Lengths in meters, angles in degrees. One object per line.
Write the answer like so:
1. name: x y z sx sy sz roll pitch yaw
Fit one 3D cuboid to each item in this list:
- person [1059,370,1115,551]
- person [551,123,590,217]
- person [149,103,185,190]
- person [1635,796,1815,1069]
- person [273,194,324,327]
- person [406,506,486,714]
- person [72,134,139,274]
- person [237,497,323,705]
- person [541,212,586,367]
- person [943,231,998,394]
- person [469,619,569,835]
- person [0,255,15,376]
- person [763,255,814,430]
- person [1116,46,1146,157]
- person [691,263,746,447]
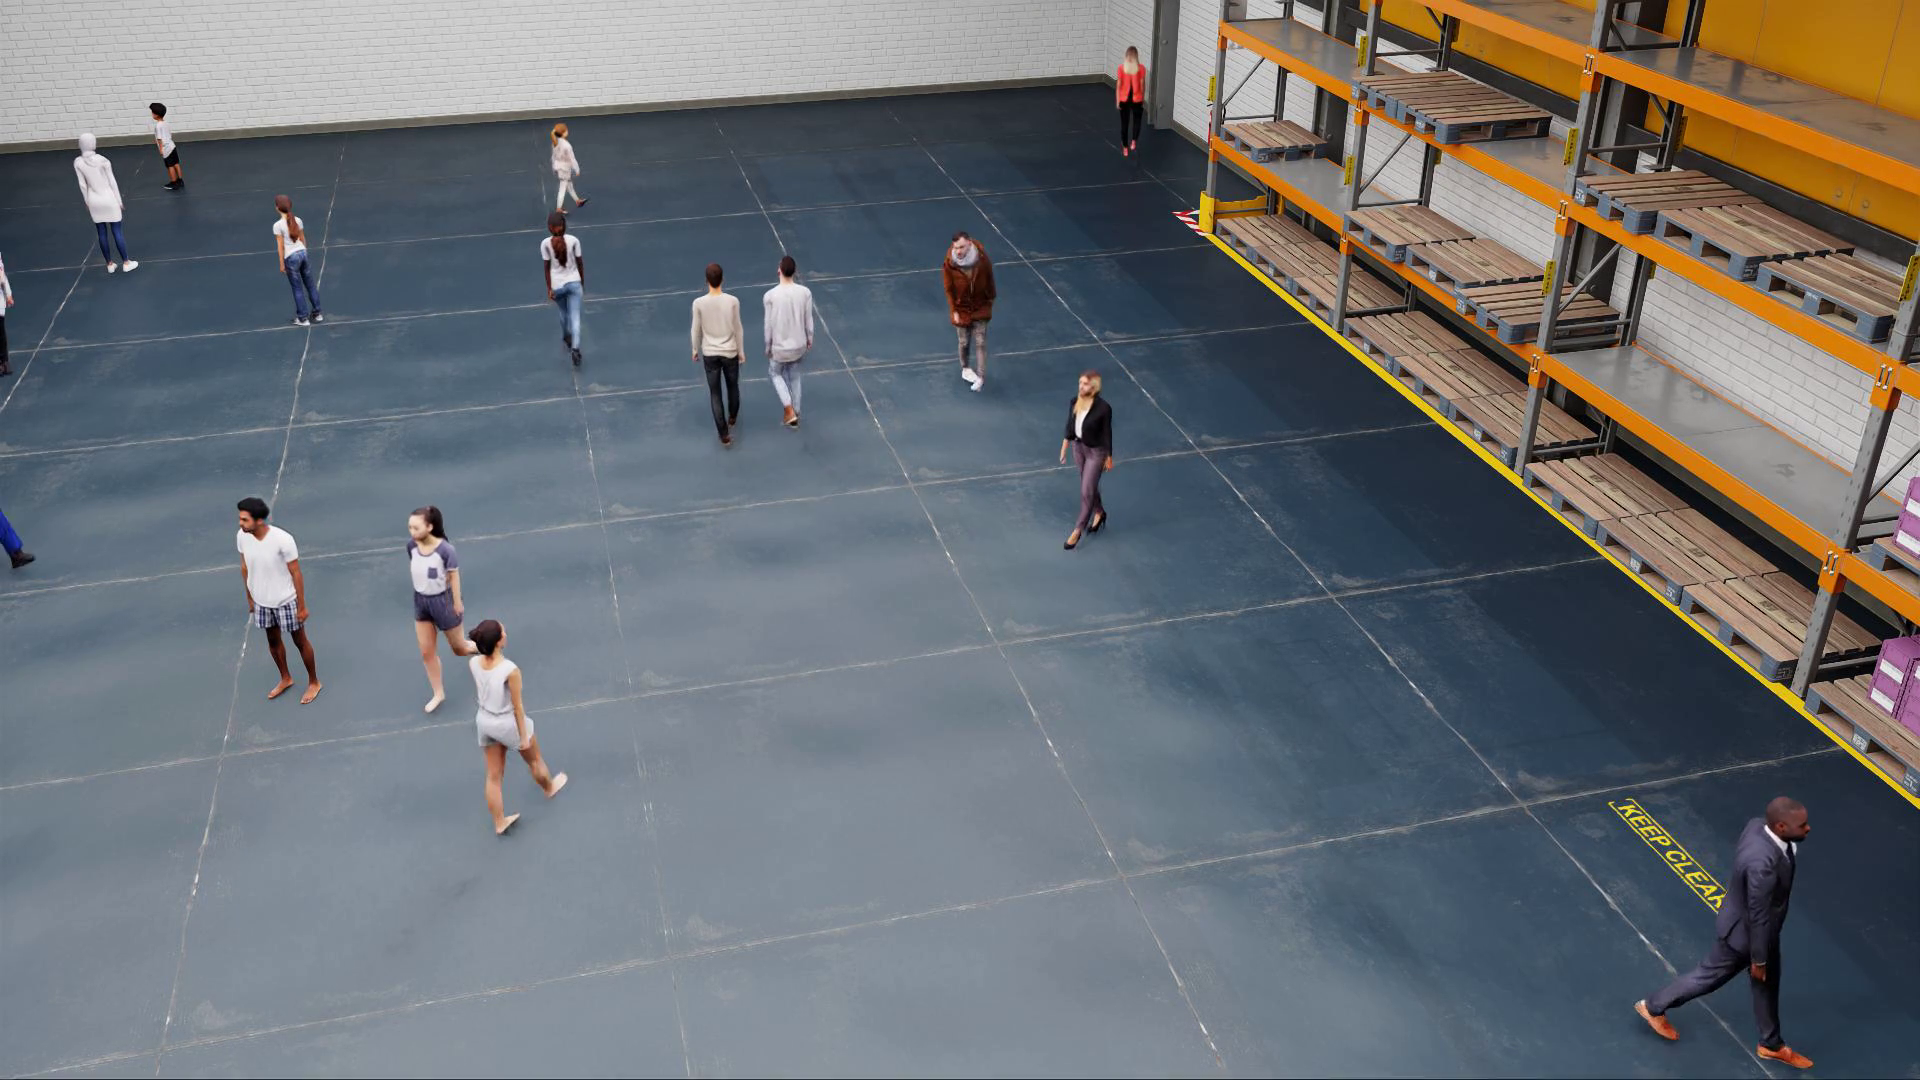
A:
1. person: 1.218 -0.763 14.864 0.962 1.645 0.943 25 37 38
2. person: -5.606 -5.162 23.310 0.898 1.280 0.900 21 35 33
3. person: -11.702 -5.822 24.544 0.604 1.257 0.513 3 29 5
4. person: 4.326 2.172 9.332 1.279 1.790 1.226 15 32 25
5. person: -7.846 -3.321 19.640 0.677 1.562 0.633 20 35 32
6. person: -3.902 0.474 12.617 0.934 1.625 1.048 11 31 20
7. person: -10.923 -4.291 21.193 0.646 1.777 0.579 -3 29 -5
8. person: -5.164 0.431 12.585 0.711 1.731 0.699 7 29 12
9. person: -4.368 -2.762 18.495 0.623 1.677 1.141 -6 29 -10
10. person: 0.129 -2.495 17.888 0.848 1.790 1.017 -7 29 -13
11. person: -3.117 1.292 11.159 0.898 1.586 1.007 11 30 19
12. person: -10.715 -2.696 18.249 0.761 1.797 0.779 -21 35 -34
13. person: -1.715 -1.963 16.875 0.756 1.825 0.728 -13 31 -22
14. person: 2.658 -6.811 25.905 0.702 1.689 0.735 3 29 6
15. person: -2.402 -1.822 16.605 0.739 1.836 1.039 -4 29 -7
